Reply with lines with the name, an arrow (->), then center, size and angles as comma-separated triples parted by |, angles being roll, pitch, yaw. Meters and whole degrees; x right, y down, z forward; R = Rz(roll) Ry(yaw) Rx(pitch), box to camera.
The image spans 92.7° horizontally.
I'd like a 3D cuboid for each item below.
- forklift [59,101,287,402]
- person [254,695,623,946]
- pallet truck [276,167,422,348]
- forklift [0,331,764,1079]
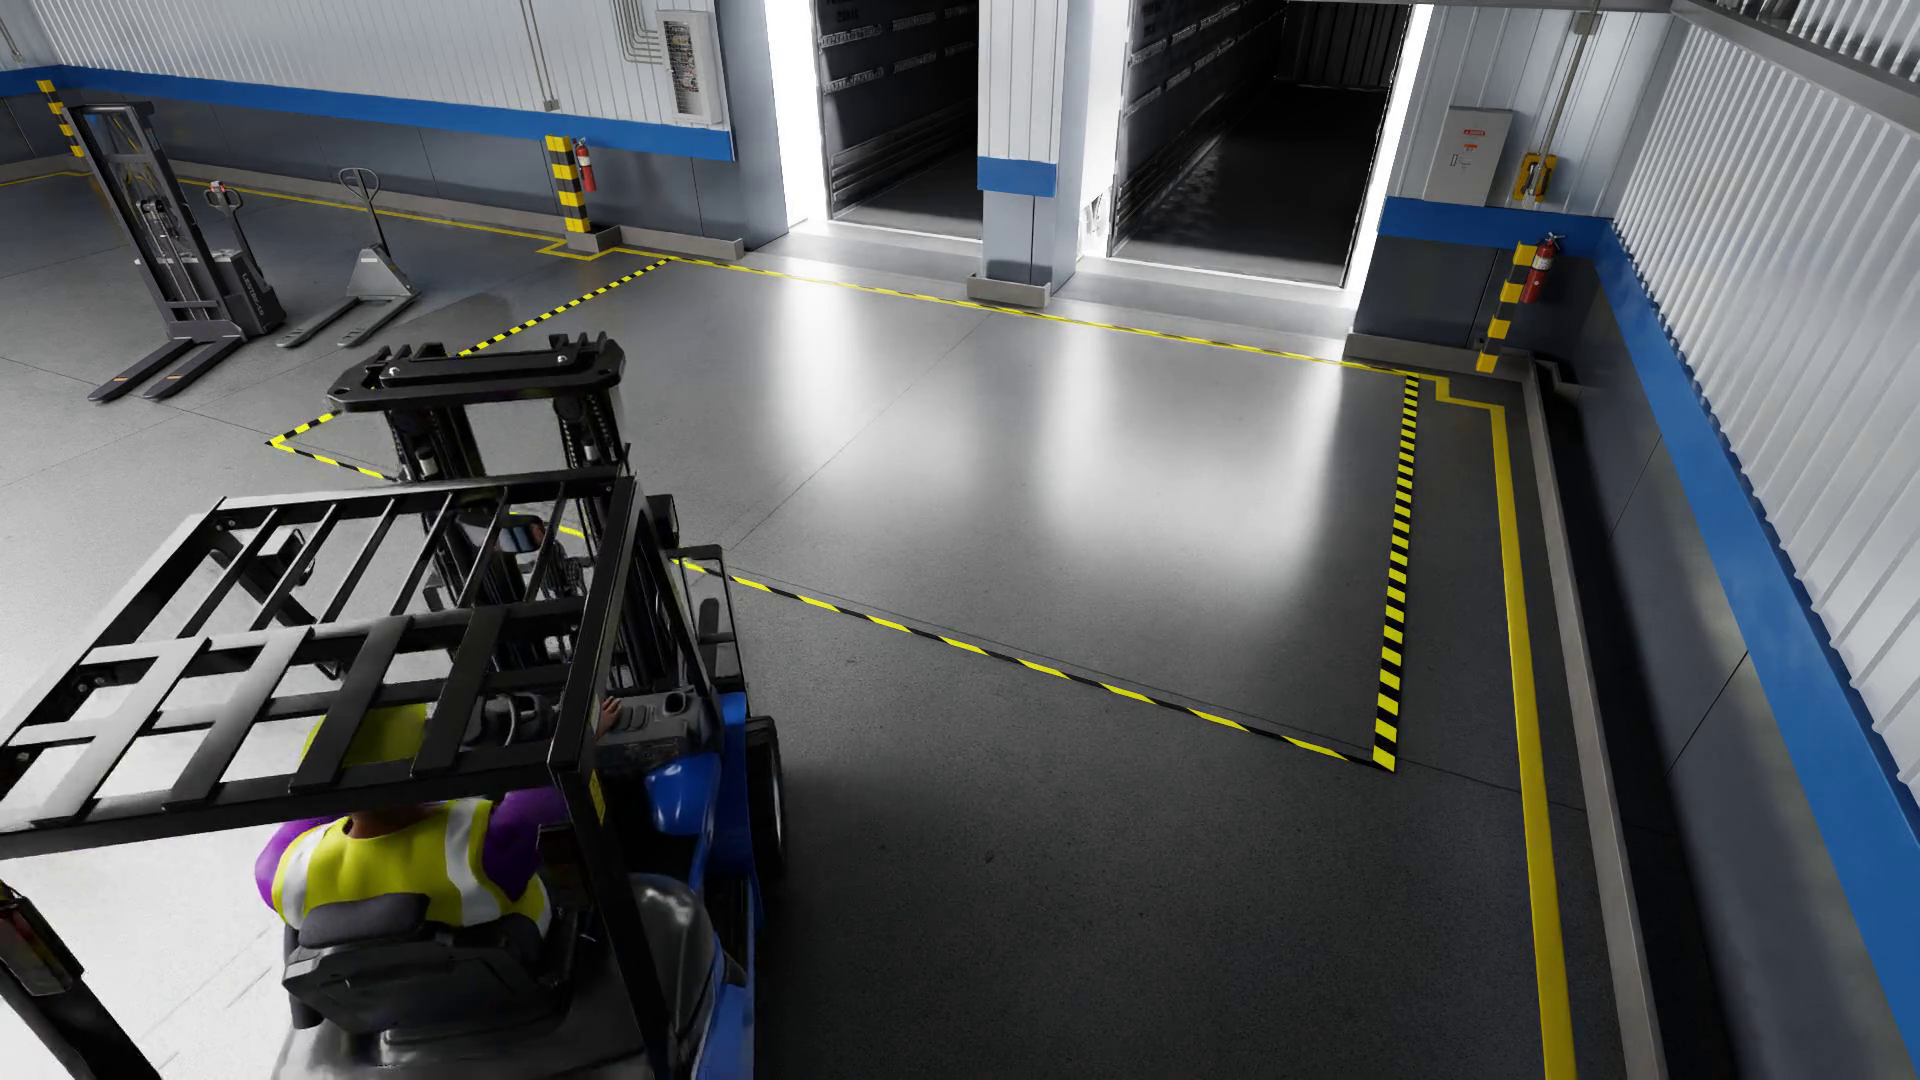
forklift -> -6.686, -2.387, 7.434 | 0.823, 1.965, 1.885 | -3, 35, -5
person -> -1.235, 0.676, 2.415 | 0.635, 1.294, 1.004 | -6, 35, -8
pallet truck -> -5.732, -2.611, 8.414 | 0.680, 1.201, 1.601 | -1, 35, -1
forklift -> -1.232, 0.864, 2.474 | 1.157, 2.036, 2.680 | -6, 35, -8
